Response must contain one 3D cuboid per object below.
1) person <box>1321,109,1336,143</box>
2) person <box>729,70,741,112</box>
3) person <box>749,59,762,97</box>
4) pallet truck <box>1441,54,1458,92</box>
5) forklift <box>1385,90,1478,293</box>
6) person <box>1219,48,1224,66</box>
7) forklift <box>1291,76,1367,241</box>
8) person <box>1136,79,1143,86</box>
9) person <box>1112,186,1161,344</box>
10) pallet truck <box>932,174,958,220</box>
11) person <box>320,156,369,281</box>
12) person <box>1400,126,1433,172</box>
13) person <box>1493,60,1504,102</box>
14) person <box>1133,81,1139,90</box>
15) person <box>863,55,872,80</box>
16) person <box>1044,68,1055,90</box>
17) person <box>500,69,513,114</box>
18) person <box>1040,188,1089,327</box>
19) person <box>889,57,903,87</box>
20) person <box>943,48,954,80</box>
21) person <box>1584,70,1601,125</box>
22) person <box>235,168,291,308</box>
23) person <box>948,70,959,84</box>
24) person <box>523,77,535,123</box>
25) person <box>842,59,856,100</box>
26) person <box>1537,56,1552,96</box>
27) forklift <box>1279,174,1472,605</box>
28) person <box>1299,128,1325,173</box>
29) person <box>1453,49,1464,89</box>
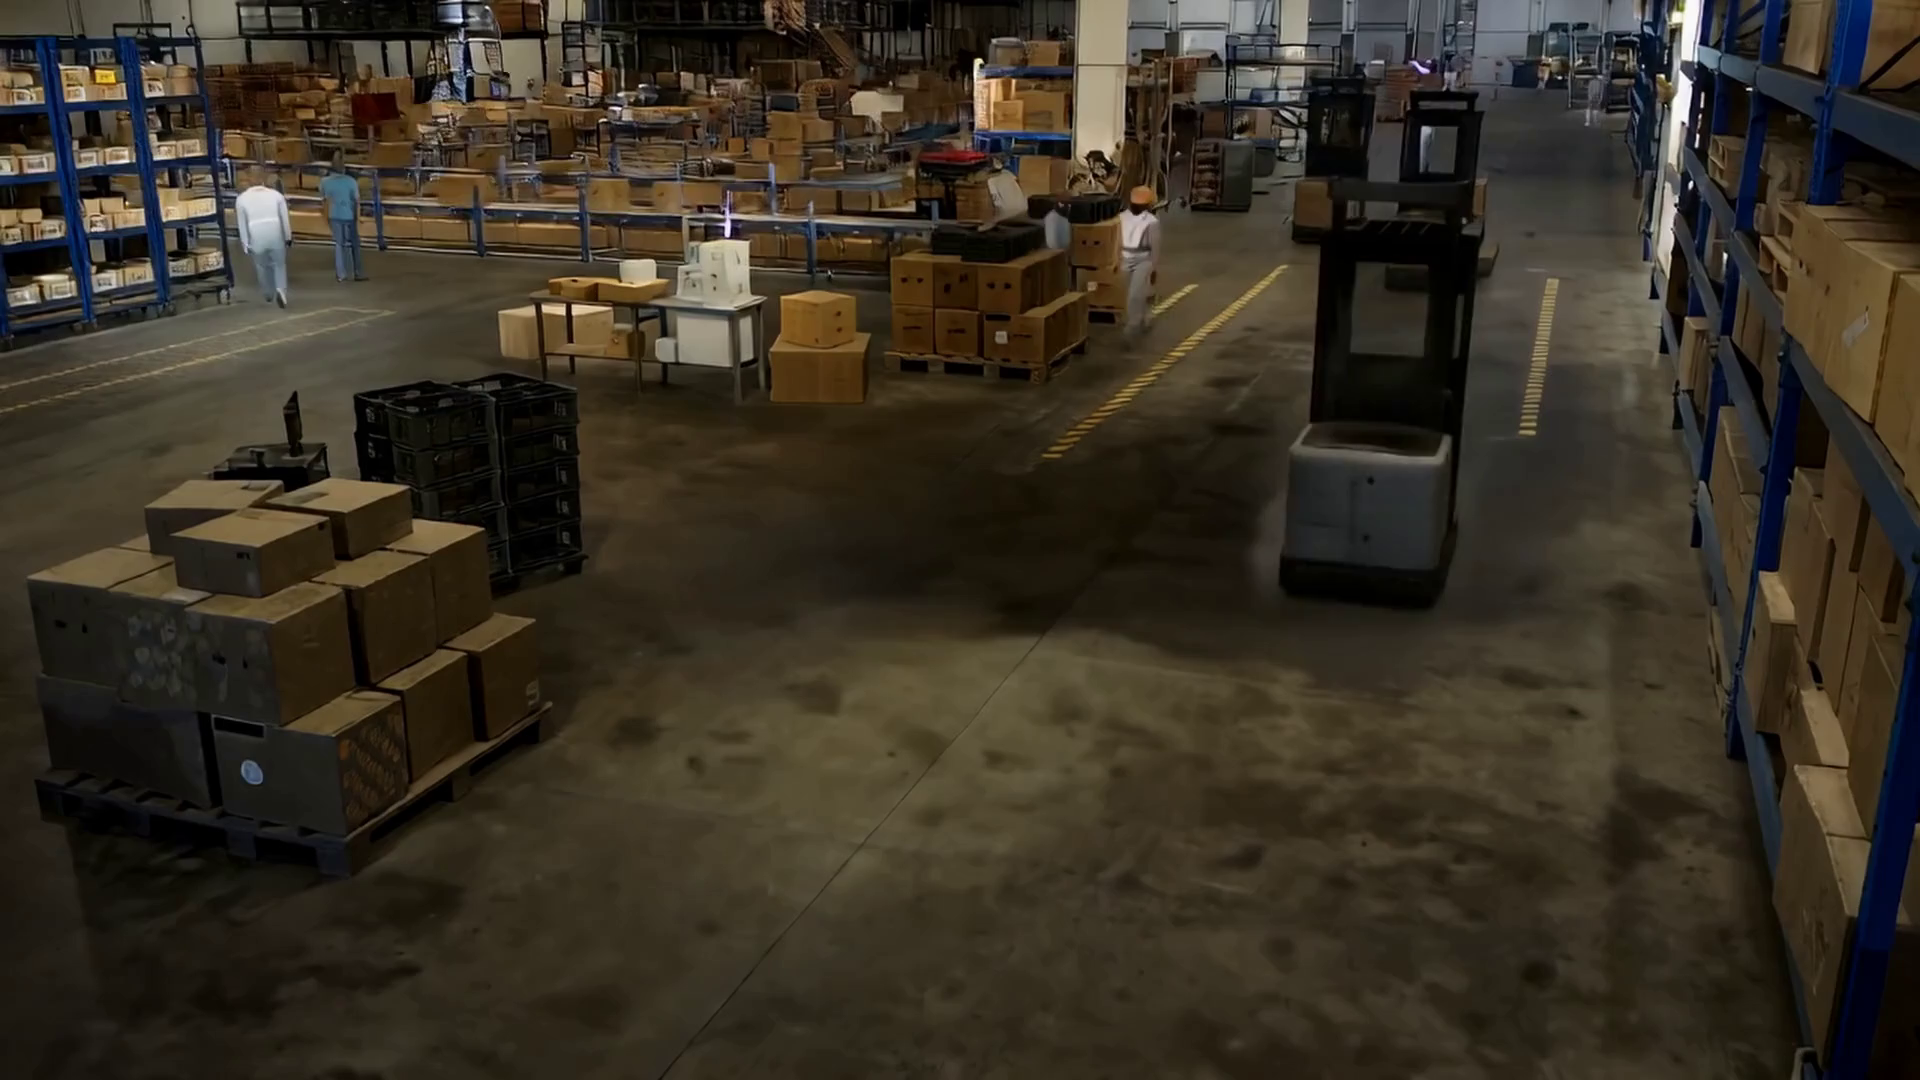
[{"bbox_3d":[10.419,-11.774,47.070,0.321,1.697,0.535,-12,21,-34],"label":"person"},{"bbox_3d":[-8.112,-16.196,60.701,0.792,1.851,0.596,7,19,21],"label":"person"},{"bbox_3d":[-8.976,-20.188,73.154,0.584,1.917,0.385,-11,21,-32],"label":"person"},{"bbox_3d":[22.765,-21.886,78.355,0.823,1.965,1.885,-4,18,-14],"label":"pallet truck"},{"bbox_3d":[6.920,-5.112,24.218,1.129,2.768,1.873,6,19,19],"label":"forklift"},{"bbox_3d":[14.386,-26.135,91.801,0.545,1.940,0.352,-13,22,-35],"label":"person"},{"bbox_3d":[6.598,-6.755,29.381,1.129,2.768,1.873,6,19,19],"label":"forklift"},{"bbox_3d":[9.808,-25.340,89.688,0.921,1.688,0.525,8,20,25],"label":"person"},{"bbox_3d":[2.210,-3.401,20.424,0.621,1.916,0.818,14,22,37],"label":"person"},{"bbox_3d":[-0.507,-5.292,27.348,0.653,1.274,1.630,6,19,19],"label":"pallet truck"},{"bbox_3d":[-9.230,-4.801,24.914,0.564,1.848,0.390,-1,18,-2],"label":"person"},{"bbox_3d":[9.581,-8.032,34.998,0.636,1.900,0.399,2,18,6],"label":"person"},{"bbox_3d":[23.928,-20.396,73.951,0.431,1.835,0.624,6,19,18],"label":"person"},{"bbox_3d":[8.919,-23.594,84.209,0.540,1.695,0.317,16,24,41],"label":"person"},{"bbox_3d":[-4.142,-20.595,74.236,0.402,2.044,0.626,-1,18,-2],"label":"person"},{"bbox_3d":[4.168,-21.713,78.101,0.972,1.829,0.528,9,20,27],"label":"person"},{"bbox_3d":[-17.943,-17.707,65.668,0.661,1.722,0.436,12,21,33],"label":"person"},{"bbox_3d":[1.292,-3.536,21.036,0.813,1.780,0.633,7,19,21],"label":"person"},{"bbox_3d":[-3.004,-21.625,77.701,0.639,1.901,0.976,-1,18,-3],"label":"person"},{"bbox_3d":[-0.631,-26.161,91.864,0.605,1.951,0.384,2,18,7],"label":"person"},{"bbox_3d":[22.402,-15.629,58.832,0.562,1.918,0.578,-5,18,-14],"label":"person"},{"bbox_3d":[-9.504,-4.126,22.768,0.652,1.875,0.873,-7,19,-22],"label":"person"},{"bbox_3d":[-0.308,-15.794,59.391,0.549,1.891,0.963,4,18,14],"label":"person"},{"bbox_3d":[-14.009,-14.156,54.277,0.520,1.871,0.321,13,22,34],"label":"person"},{"bbox_3d":[-4.502,-18.877,68.832,0.920,2.000,0.695,11,21,32],"label":"person"},{"bbox_3d":[27.911,-22.112,79.312,0.961,1.837,0.605,-14,23,-38],"label":"person"},{"bbox_3d":[3.005,-1.153,11.777,1.129,2.768,1.873,6,19,19],"label":"forklift"},{"bbox_3d":[7.640,-8.252,36.080,0.545,1.649,0.883,8,19,23],"label":"person"},{"bbox_3d":[26.083,-24.647,87.042,0.612,1.991,0.392,16,24,41],"label":"person"}]
